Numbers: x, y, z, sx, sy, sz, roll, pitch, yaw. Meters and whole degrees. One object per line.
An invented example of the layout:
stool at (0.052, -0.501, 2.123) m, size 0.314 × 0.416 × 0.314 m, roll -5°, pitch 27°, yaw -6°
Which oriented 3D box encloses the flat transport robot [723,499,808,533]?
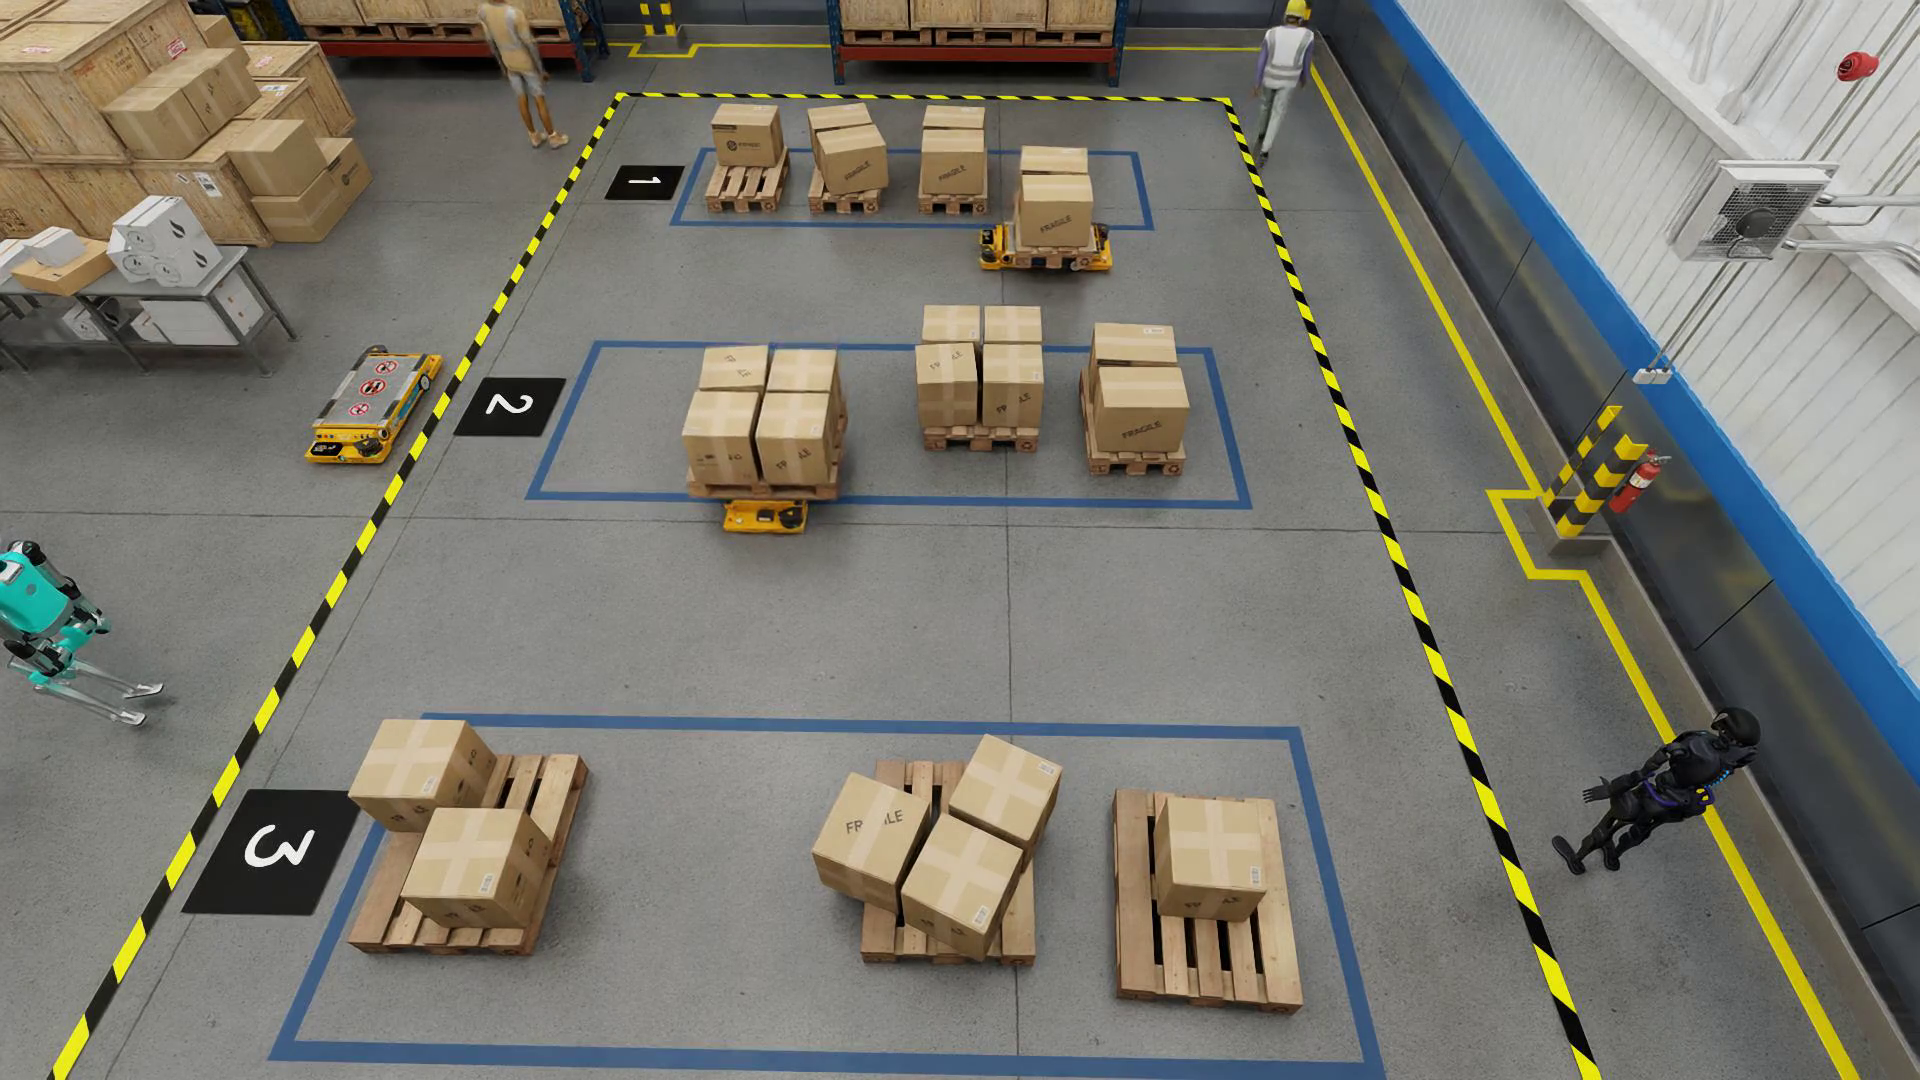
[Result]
flat transport robot at (-1.596, -0.658, 7.906) m, size 0.652 × 0.197 × 1.431 m, roll 1°, pitch 50°, yaw 1°

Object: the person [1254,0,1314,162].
person at (3.866, -5.564, 11.081) m, size 0.600 × 1.794 × 0.922 m, roll 19°, pitch 52°, yaw 16°

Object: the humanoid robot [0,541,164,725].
humanoid robot at (-5.855, 0.605, 5.805) m, size 0.735 × 1.677 × 0.533 m, roll 0°, pitch 50°, yaw 0°

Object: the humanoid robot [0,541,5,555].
humanoid robot at (-7.362, -0.077, 6.536) m, size 0.541 × 1.883 × 0.762 m, roll -24°, pitch 54°, yaw -19°

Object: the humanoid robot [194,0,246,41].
humanoid robot at (-9.500, -6.474, 11.962) m, size 0.796 × 1.633 × 0.596 m, roll 0°, pitch 50°, yaw 0°

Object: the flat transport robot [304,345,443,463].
flat transport robot at (-5.383, -1.269, 8.441) m, size 0.659 × 0.231 × 1.431 m, roll 1°, pitch 50°, yaw 1°

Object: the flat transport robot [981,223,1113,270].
flat transport robot at (0.943, -3.248, 10.097) m, size 1.431 × 0.197 × 0.652 m, roll 1°, pitch 50°, yaw 1°

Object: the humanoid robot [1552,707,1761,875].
humanoid robot at (3.955, 1.445, 5.212) m, size 0.599 × 1.657 × 0.315 m, roll -1°, pitch 50°, yaw -1°

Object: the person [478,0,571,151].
person at (-5.308, -5.793, 11.108) m, size 0.613 × 2.040 × 0.389 m, roll 13°, pitch 51°, yaw 10°
